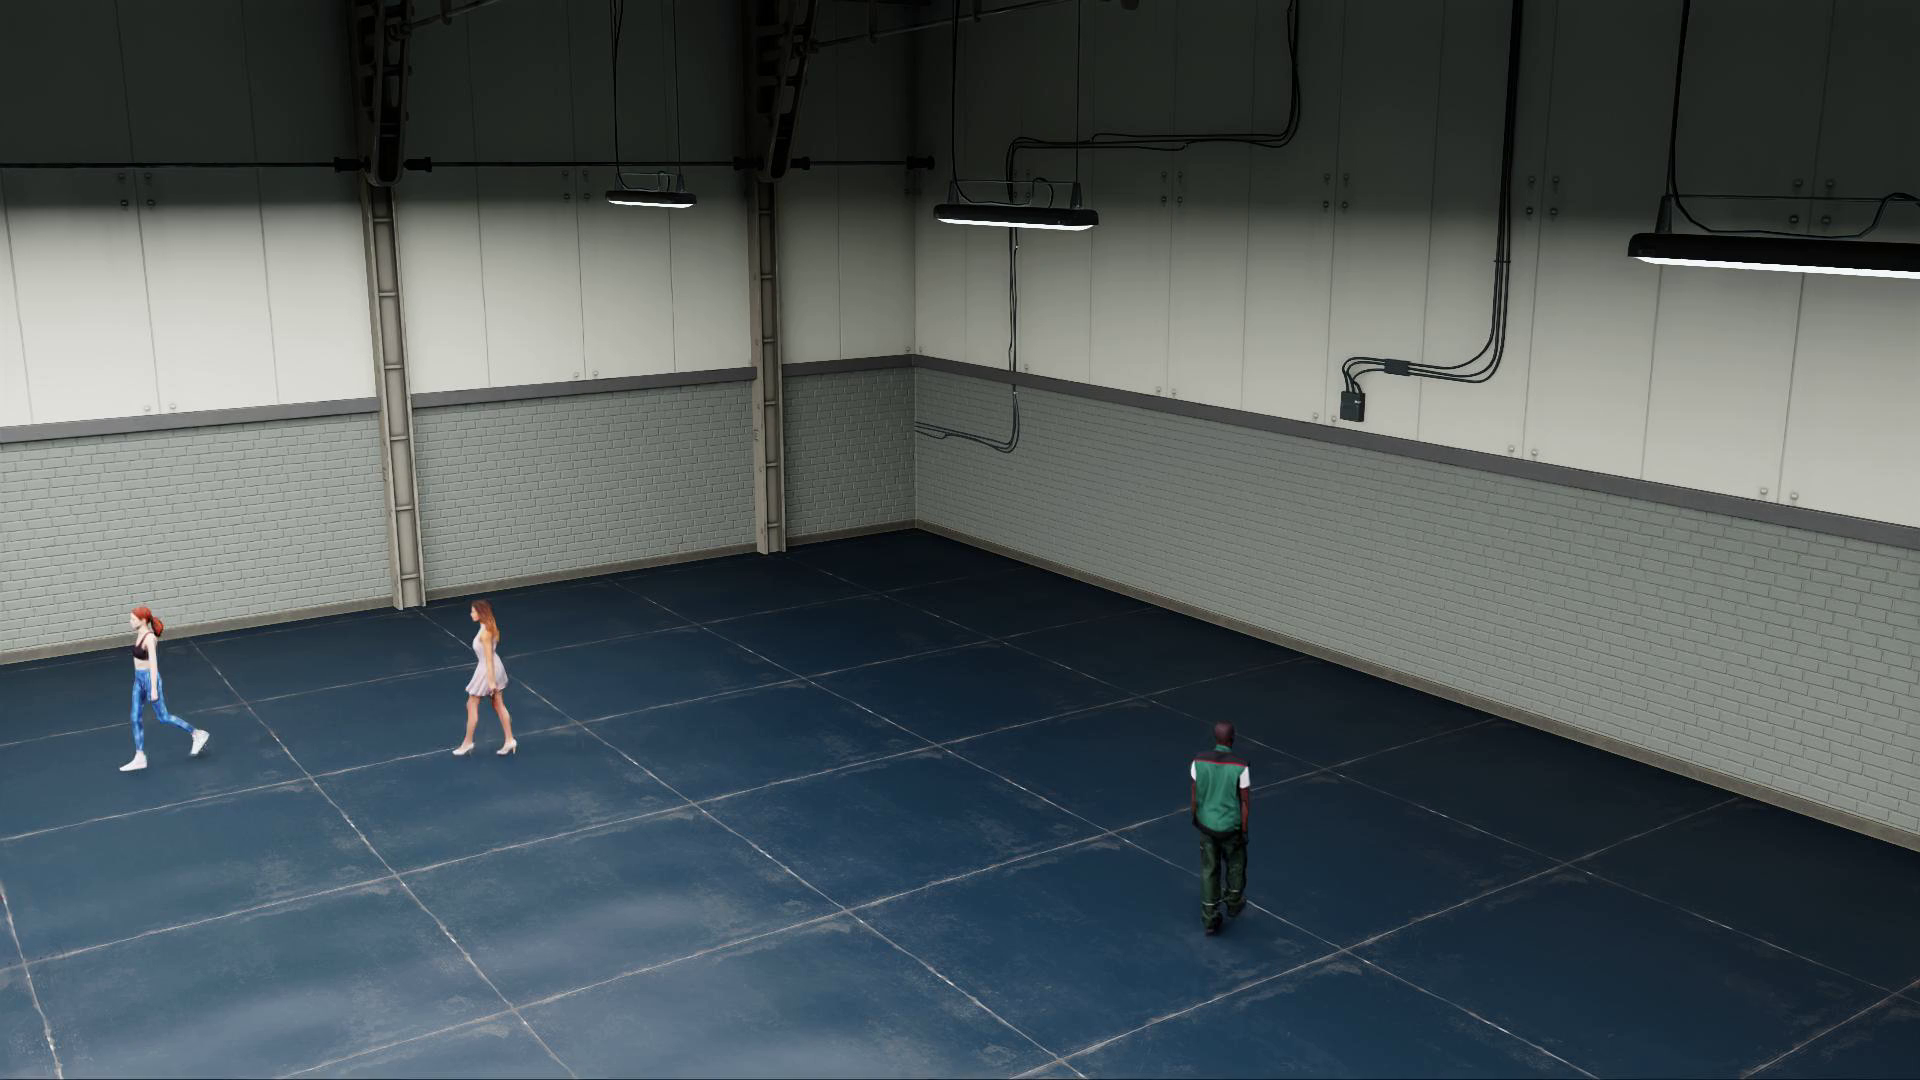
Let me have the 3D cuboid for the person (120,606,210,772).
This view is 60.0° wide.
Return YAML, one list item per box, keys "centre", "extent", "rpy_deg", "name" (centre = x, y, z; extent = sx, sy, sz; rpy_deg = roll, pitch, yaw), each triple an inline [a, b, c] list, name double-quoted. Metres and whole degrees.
- centre: [-8.574, 1.572, 17.792]
  extent: [1.171, 1.758, 0.678]
  rpy_deg: [-12, 18, -42]
  name: "person"

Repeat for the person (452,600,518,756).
- centre: [-5.023, 1.511, 18.083]
  extent: [0.991, 1.745, 0.797]
  rpy_deg: [-2, 13, -11]
  name: "person"

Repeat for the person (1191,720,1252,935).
- centre: [2.157, 2.430, 13.952]
  extent: [0.951, 1.818, 1.060]
  rpy_deg: [7, 15, 26]
  name: "person"
